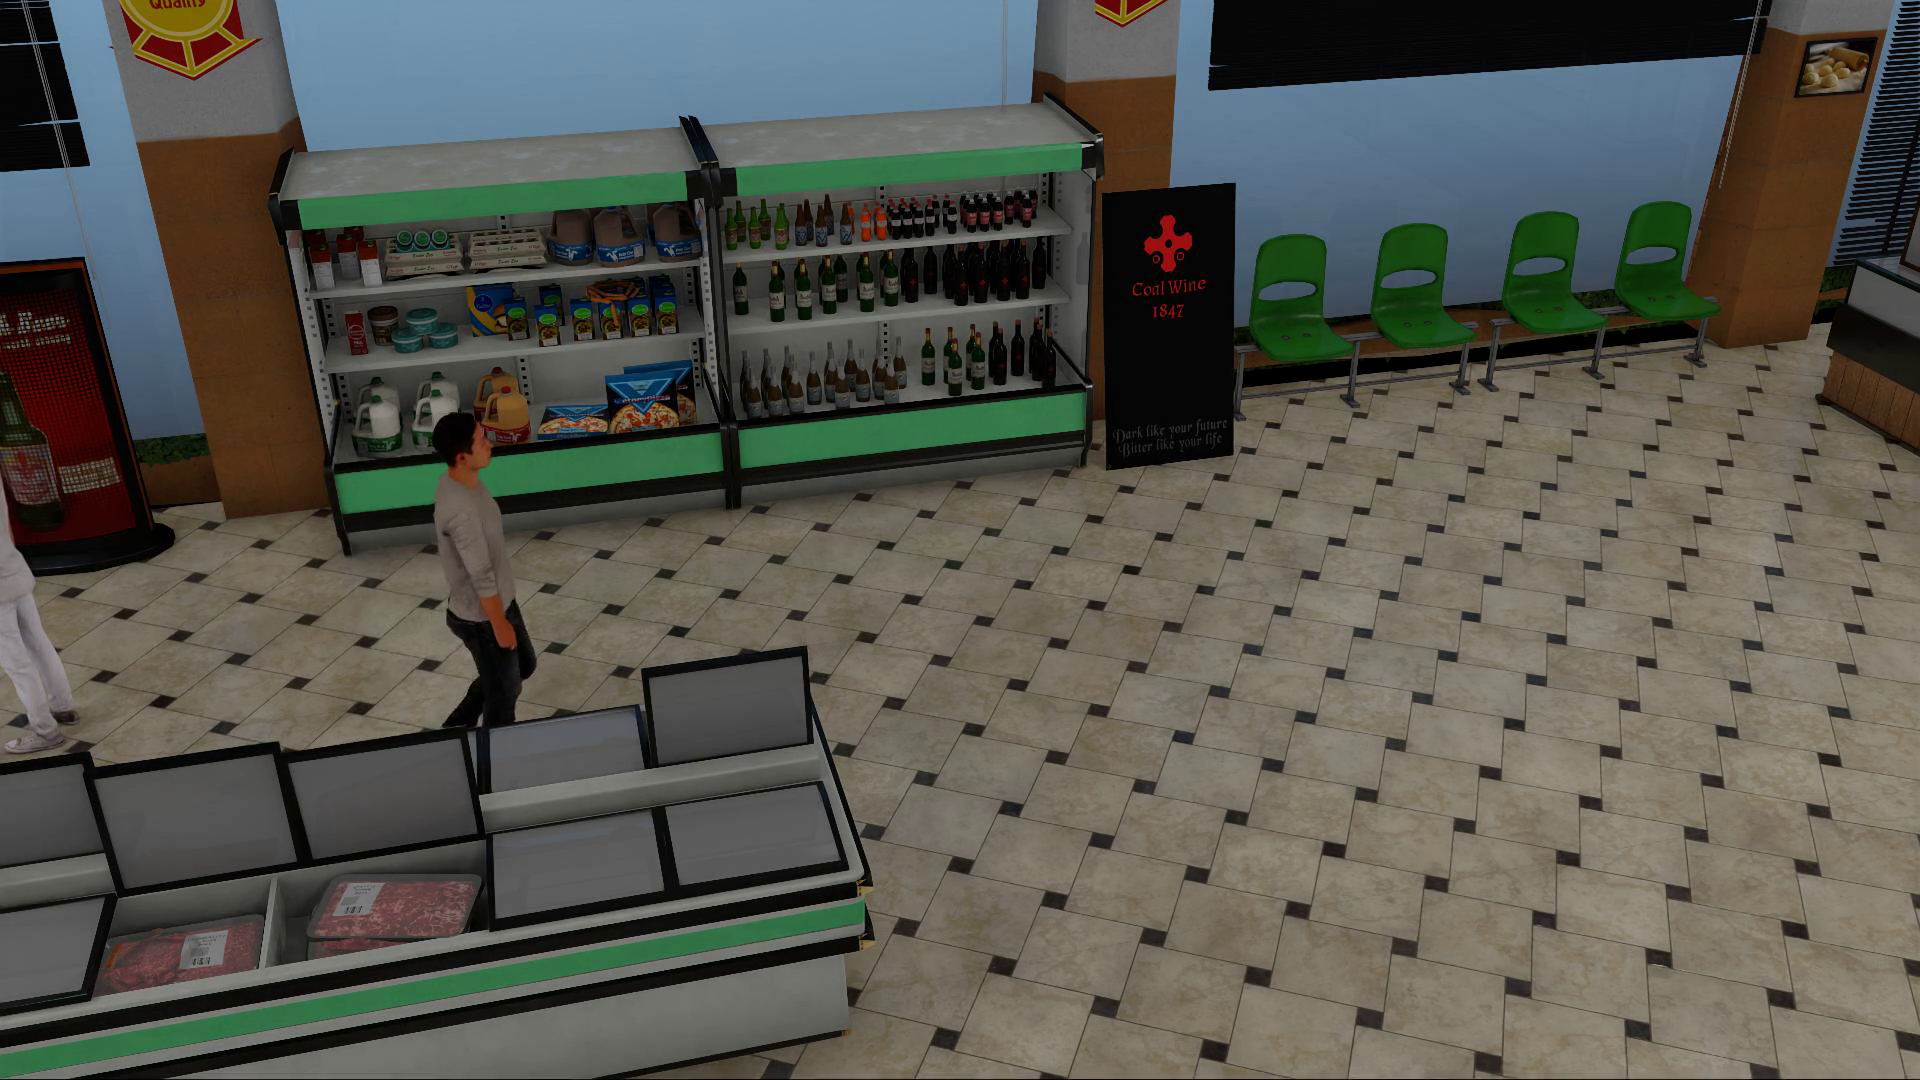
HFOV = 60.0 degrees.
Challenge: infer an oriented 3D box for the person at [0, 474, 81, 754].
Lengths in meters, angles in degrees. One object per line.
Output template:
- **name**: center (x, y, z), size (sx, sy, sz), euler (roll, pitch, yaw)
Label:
- **person**: center (-4.306, 0.192, 7.435), size (0.602, 1.670, 0.647), euler (-2, 29, -3)

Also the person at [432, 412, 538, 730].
- **person**: center (-2.121, 0.302, 7.104), size (0.730, 1.794, 0.650), euler (-7, 29, -13)
